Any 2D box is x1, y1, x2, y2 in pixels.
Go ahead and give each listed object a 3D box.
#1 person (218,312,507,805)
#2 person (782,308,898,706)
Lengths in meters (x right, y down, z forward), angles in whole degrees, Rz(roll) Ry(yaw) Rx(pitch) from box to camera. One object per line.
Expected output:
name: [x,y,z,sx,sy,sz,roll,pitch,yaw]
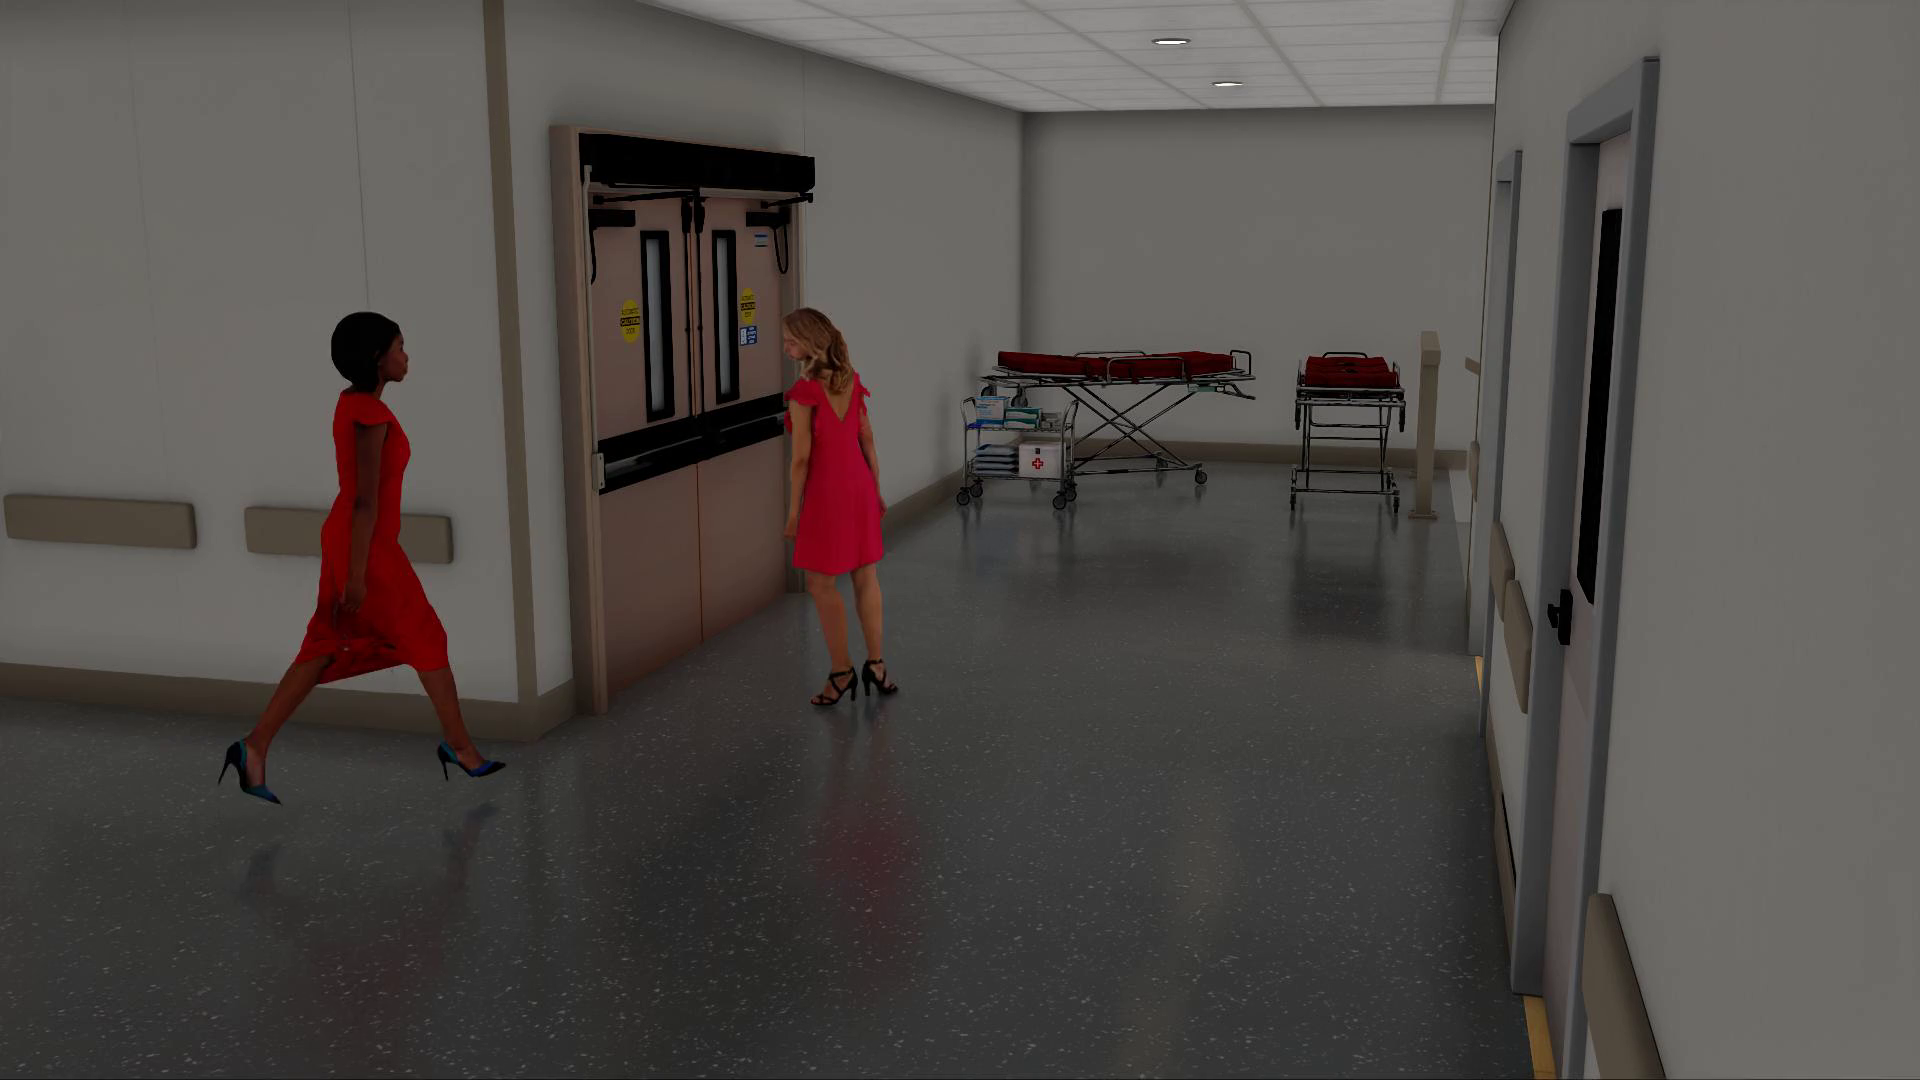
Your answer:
person: [-2.152,0.120,5.716,1.209,1.687,1.109,-7,13,-31]
person: [-0.458,-0.146,7.117,0.672,1.687,0.818,-8,13,-35]
